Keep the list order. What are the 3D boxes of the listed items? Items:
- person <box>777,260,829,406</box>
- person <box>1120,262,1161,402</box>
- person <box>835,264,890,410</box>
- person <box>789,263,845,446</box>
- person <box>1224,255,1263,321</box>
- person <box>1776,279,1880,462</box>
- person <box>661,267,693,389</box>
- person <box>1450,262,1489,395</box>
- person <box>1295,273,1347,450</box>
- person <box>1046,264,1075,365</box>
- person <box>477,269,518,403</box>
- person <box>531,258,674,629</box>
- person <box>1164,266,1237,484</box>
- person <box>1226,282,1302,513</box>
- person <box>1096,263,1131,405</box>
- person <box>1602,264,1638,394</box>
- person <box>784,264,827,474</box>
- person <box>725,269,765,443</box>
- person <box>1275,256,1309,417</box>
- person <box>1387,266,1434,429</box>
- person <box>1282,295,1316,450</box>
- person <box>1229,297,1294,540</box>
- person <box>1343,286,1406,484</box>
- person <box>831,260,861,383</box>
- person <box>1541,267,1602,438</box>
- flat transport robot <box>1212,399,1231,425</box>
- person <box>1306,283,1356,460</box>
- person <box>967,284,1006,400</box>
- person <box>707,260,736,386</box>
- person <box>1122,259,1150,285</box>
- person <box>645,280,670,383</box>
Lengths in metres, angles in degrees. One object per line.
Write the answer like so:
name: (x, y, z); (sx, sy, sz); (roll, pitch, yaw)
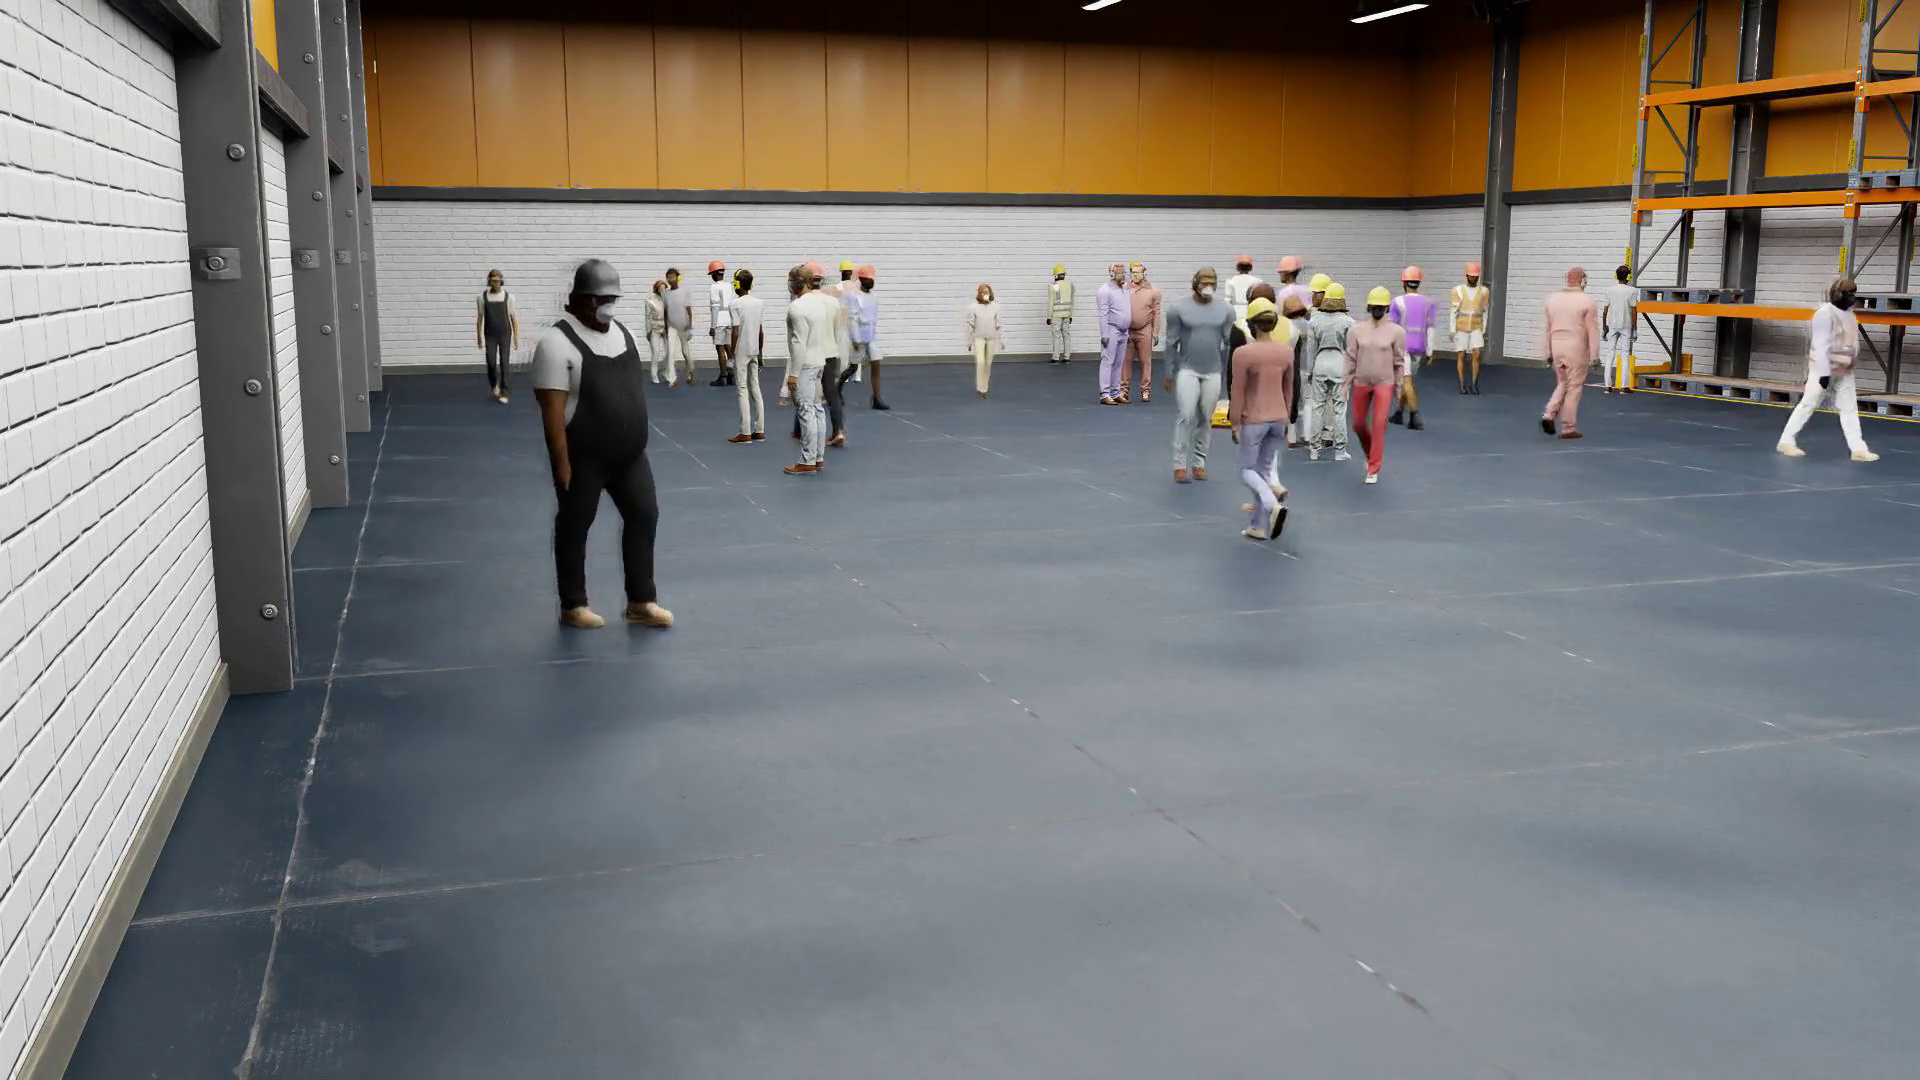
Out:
person: (-2.066, -2.778, 22.403); (0.658, 1.940, 0.728); (5, 11, 26)
person: (2.425, -2.845, 22.839); (0.638, 1.910, 0.407); (3, 10, 16)
person: (-1.308, -2.665, 21.818); (0.541, 1.910, 0.916); (-10, 14, -44)
person: (-1.501, -1.971, 17.704); (0.606, 1.945, 1.043); (-6, 11, -29)
person: (4.592, -3.581, 26.830); (0.636, 2.005, 0.937); (3, 10, 15)
person: (8.632, -1.688, 16.491); (0.650, 1.796, 0.970); (-6, 12, -33)
person: (-4.290, -3.246, 25.399); (0.507, 1.832, 0.914); (1, 10, 3)
person: (7.322, -3.034, 23.916); (0.546, 1.908, 0.668); (2, 10, 11)
person: (3.734, -1.853, 17.328); (0.404, 1.828, 0.587); (-6, 11, -31)
person: (1.828, -4.131, 30.494); (0.590, 1.836, 0.404); (-7, 12, -35)
person: (-6.298, -2.775, 22.664); (0.533, 1.824, 0.458); (-2, 10, -14)
person: (-1.901, -0.510, 8.934); (0.768, 2.000, 0.706); (7, 12, 37)
person: (2.161, -1.467, 14.816); (0.648, 1.913, 0.642); (-1, 10, -4)
person: (2.370, -1.057, 12.757); (0.651, 1.822, 0.626); (-5, 11, -28)
person: (2.111, -2.777, 22.447); (0.407, 1.910, 0.639); (7, 12, 36)
person: (9.617, -3.064, 24.219); (0.510, 1.872, 0.329); (8, 12, 38)
person: (-1.435, -1.572, 15.382); (0.372, 1.940, 0.632); (3, 10, 14)
person: (-2.321, -1.977, 17.926); (0.312, 1.869, 0.535); (7, 12, 35)
person: (4.069, -2.530, 20.771); (0.617, 1.983, 1.055); (-10, 14, -44)
person: (5.271, -2.258, 19.503); (0.555, 1.896, 0.968); (-2, 10, -10)
person: (3.487, -1.746, 17.337); (0.537, 1.610, 0.378); (6, 11, 30)
person: (2.153, -0.828, 11.676); (0.528, 1.737, 0.591); (-5, 11, -25)
person: (3.724, -1.400, 14.904); (0.535, 1.747, 0.654); (5, 11, 26)
person: (-1.774, -3.428, 26.159); (0.595, 1.925, 0.371); (-7, 12, -34)
person: (6.750, -2.051, 18.307); (0.414, 1.891, 0.642); (-5, 11, -28)
flat transport robot: (3.353, -1.545, 20.048); (0.652, 0.197, 1.431); (4, 11, 22)
person: (3.673, -1.659, 16.449); (0.492, 1.743, 0.295); (4, 11, 24)
person: (0.386, -2.739, 23.103); (0.502, 1.607, 0.724); (-3, 10, -19)
person: (-3.689, -3.323, 25.546); (0.386, 1.927, 0.549); (5, 11, 26)
person: (3.278, -4.314, 31.295); (0.593, 1.923, 0.384); (0, 10, -1)
person: (-4.694, -3.256, 26.082); (0.533, 1.613, 0.430); (-6, 11, -31)
